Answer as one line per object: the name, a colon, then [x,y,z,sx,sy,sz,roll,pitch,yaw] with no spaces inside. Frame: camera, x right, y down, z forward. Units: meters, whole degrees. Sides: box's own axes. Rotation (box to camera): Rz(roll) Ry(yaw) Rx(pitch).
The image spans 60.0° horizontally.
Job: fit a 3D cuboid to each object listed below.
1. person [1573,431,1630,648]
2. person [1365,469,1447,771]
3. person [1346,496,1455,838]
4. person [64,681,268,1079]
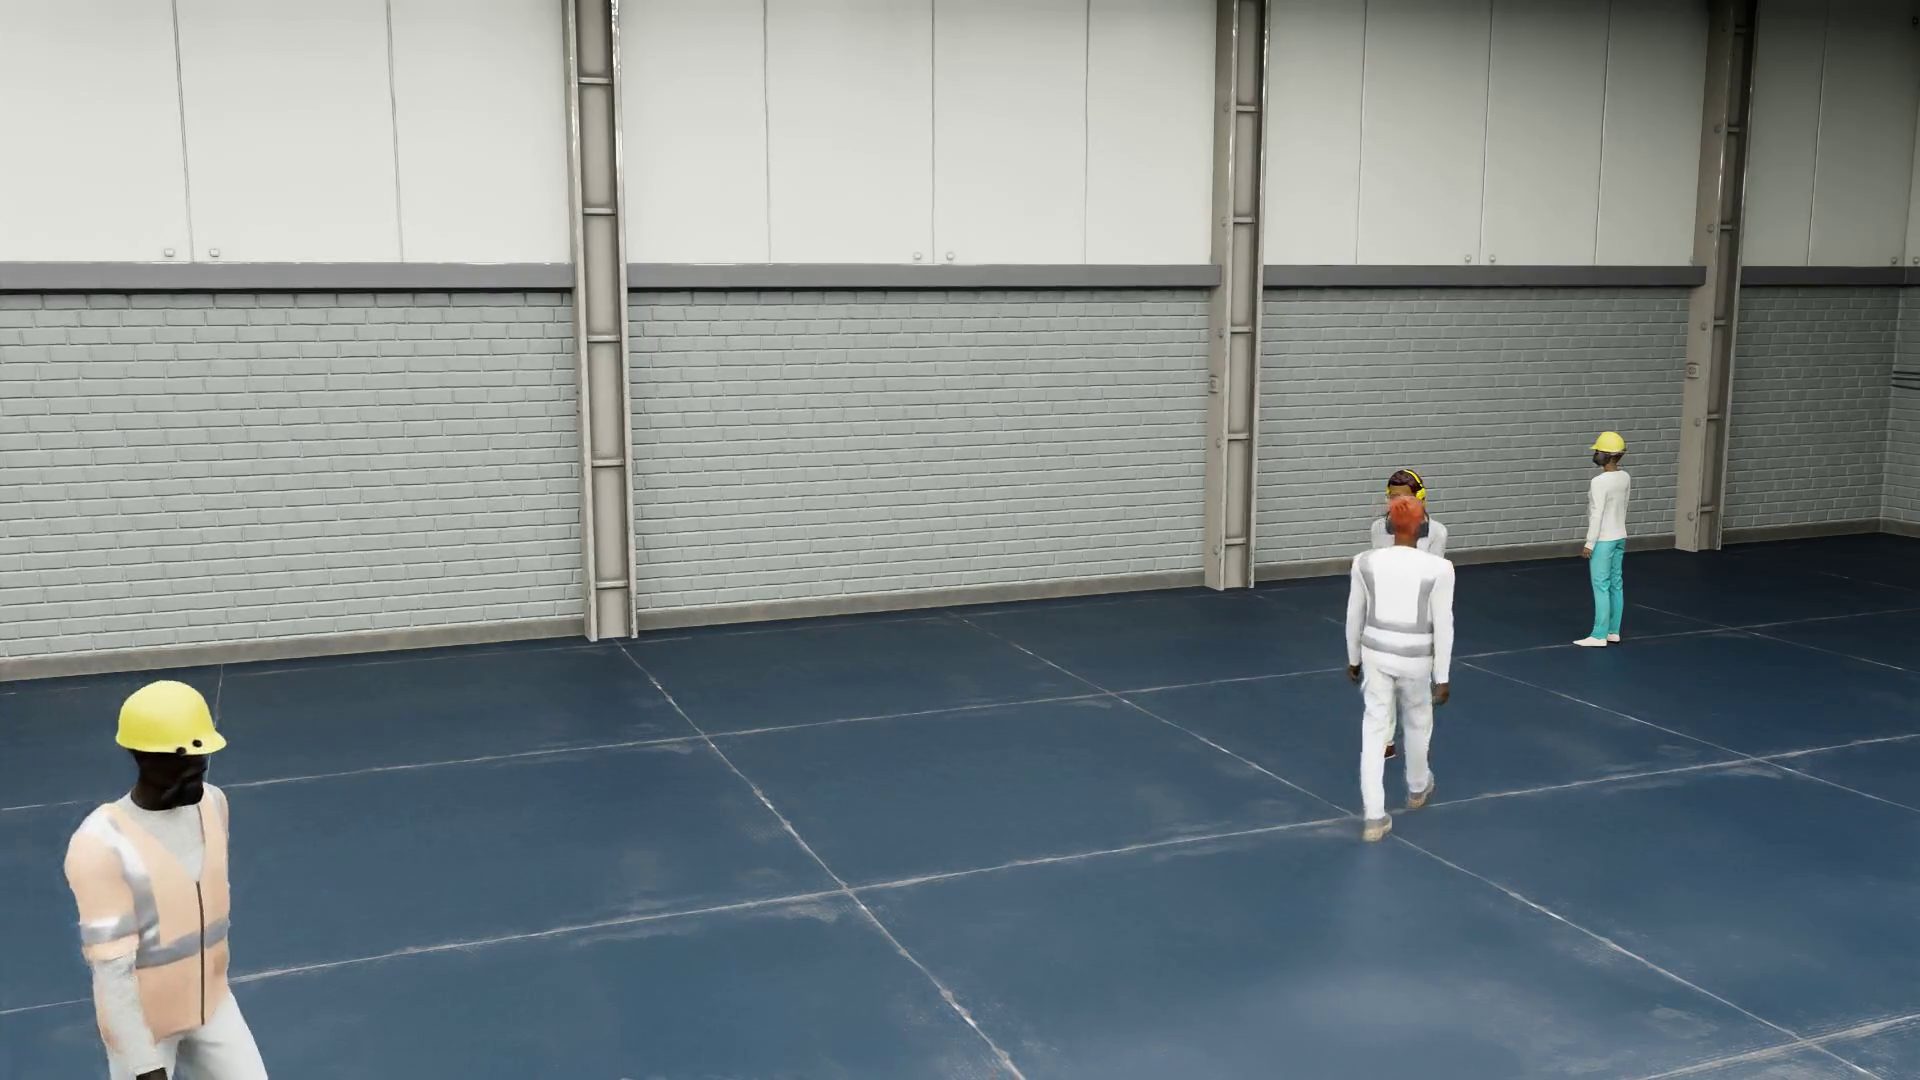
person: [5.260,-0.001,13.575,0.526,1.772,0.304,-8,12,-42]
person: [2.722,0.489,10.225,0.499,1.860,0.311,7,11,37]
person: [2.436,0.666,9.198,0.605,1.829,0.962,5,10,28]
person: [-2.146,1.340,4.708,0.697,1.905,0.597,3,10,19]
